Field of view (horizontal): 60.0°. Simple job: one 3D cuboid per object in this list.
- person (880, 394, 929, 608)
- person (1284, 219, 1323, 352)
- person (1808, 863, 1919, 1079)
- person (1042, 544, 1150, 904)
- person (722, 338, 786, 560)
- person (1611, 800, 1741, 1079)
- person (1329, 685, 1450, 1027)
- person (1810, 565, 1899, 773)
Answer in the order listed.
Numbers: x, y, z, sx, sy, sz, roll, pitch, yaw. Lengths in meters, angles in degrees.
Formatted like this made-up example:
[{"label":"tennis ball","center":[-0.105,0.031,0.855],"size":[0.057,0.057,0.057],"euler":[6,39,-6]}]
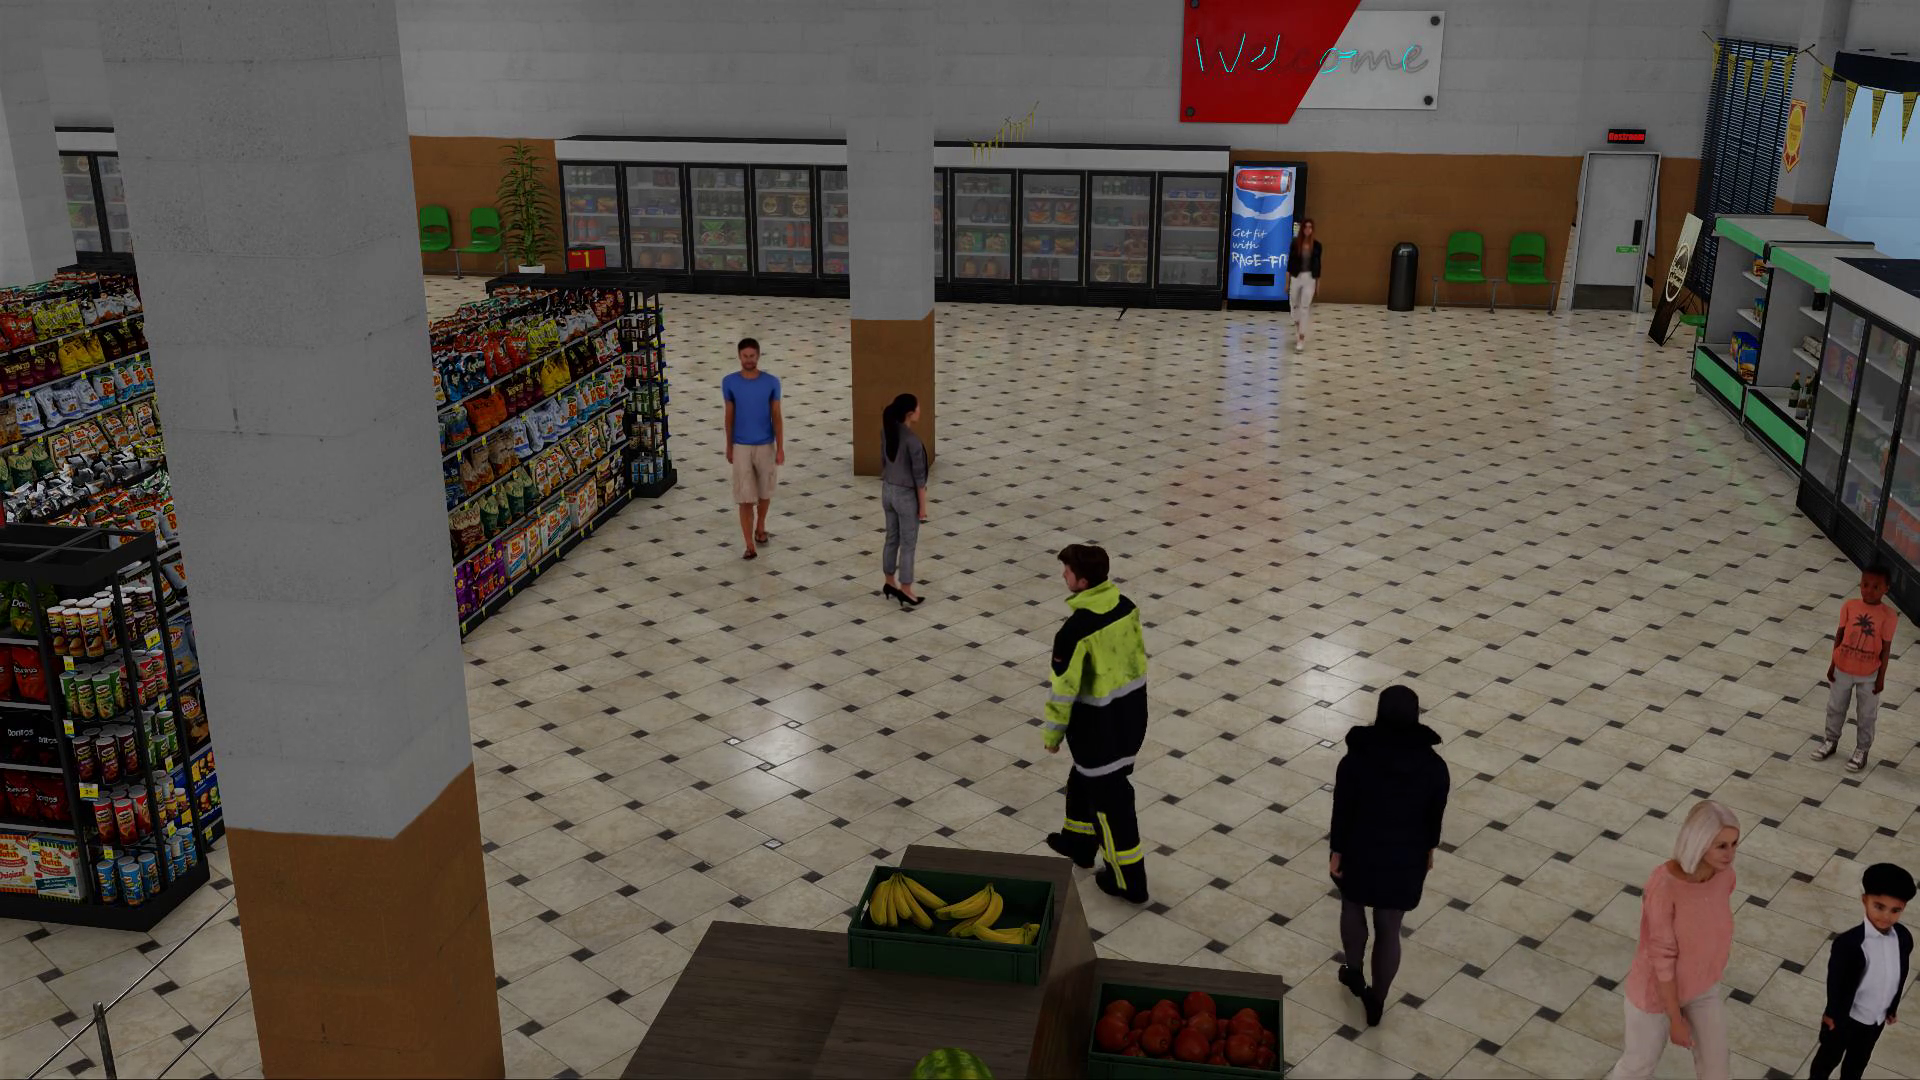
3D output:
[{"label":"person","center":[-0.455,-0.306,12.784],"size":[0.762,1.674,0.722],"euler":[-16,24,-39]},{"label":"person","center":[4.504,-3.370,21.864],"size":[0.702,1.678,1.096],"euler":[6,20,17]},{"label":"person","center":[3.754,1.902,6.940],"size":[0.557,1.223,0.565],"euler":[-3,19,-8]},{"label":"person","center":[0.807,0.982,8.555],"size":[1.116,1.936,1.101],"euler":[16,24,39]},{"label":"person","center":[-1.733,-0.792,14.006],"size":[0.920,1.814,1.280],"euler":[-3,19,-9]},{"label":"person","center":[2.772,1.753,6.626],"size":[0.839,1.706,0.948],"euler":[-8,20,-21]},{"label":"person","center":[1.927,1.463,7.553],"size":[0.689,1.664,0.686],"euler":[2,19,6]},{"label":"person","center":[5.504,0.766,10.181],"size":[0.592,1.306,0.544],"euler":[-16,24,-39]}]
